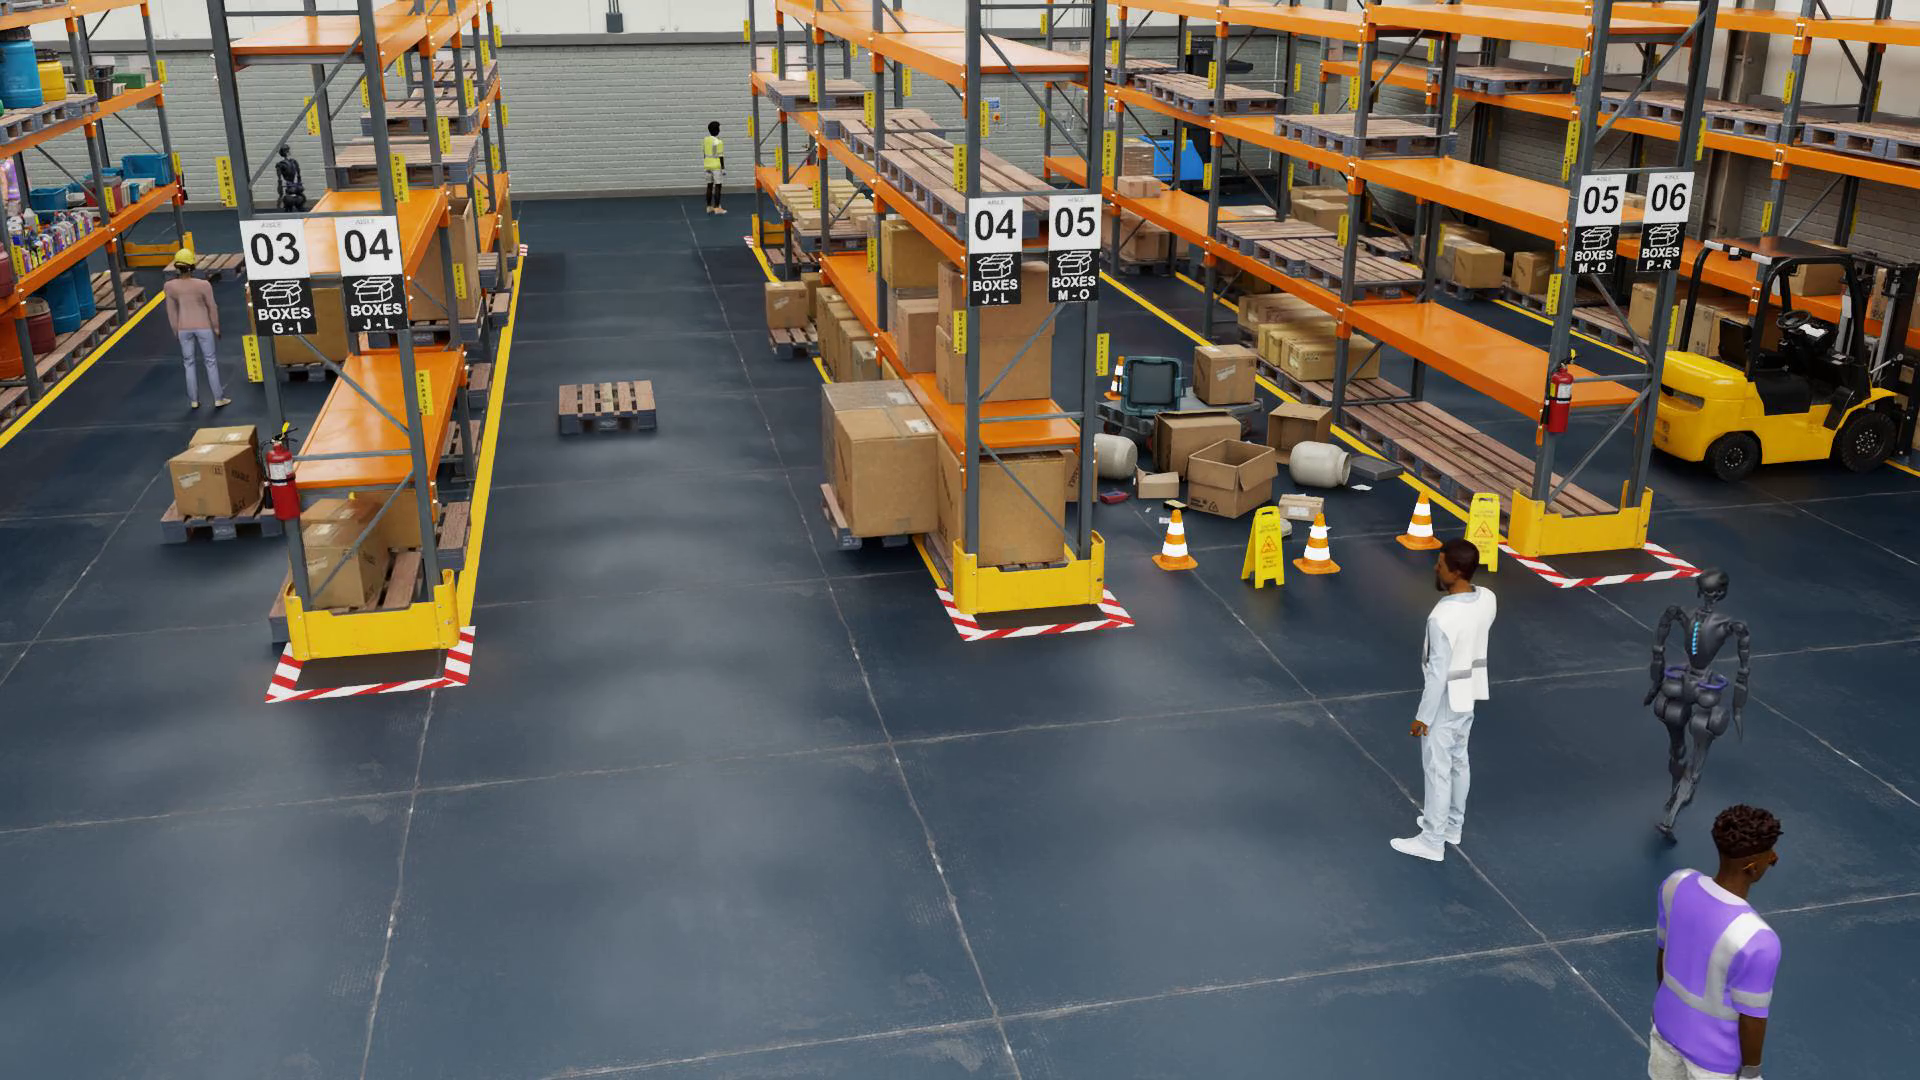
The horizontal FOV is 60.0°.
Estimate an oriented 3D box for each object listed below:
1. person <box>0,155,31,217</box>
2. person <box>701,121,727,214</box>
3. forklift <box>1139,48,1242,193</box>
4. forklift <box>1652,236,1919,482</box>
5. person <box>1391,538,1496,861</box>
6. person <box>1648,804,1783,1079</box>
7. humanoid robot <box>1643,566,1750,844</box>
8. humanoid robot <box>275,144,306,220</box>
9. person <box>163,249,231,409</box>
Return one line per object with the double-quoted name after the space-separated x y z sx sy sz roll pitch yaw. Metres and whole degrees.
-15.370 -5.562 27.145 0.351 1.688 0.489 11 23 27 "person"
-4.516 -6.846 30.599 0.539 1.686 0.323 17 26 38 "person"
4.566 -8.313 32.860 1.873 2.768 1.129 -4 21 -12 "forklift"
8.013 -1.814 16.330 2.313 2.155 1.214 -4 21 -12 "forklift"
2.768 0.902 9.408 0.390 1.917 0.591 17 27 39 "person"
2.948 1.937 6.572 0.373 1.961 0.604 -4 21 -12 "person"
4.257 0.940 9.706 0.740 1.642 0.599 -19 28 -41 "humanoid robot"
-11.173 -5.770 27.727 0.602 1.638 0.590 7 21 18 "humanoid robot"
-8.402 -2.316 18.288 0.522 1.768 0.307 -3 21 -8 "person"
